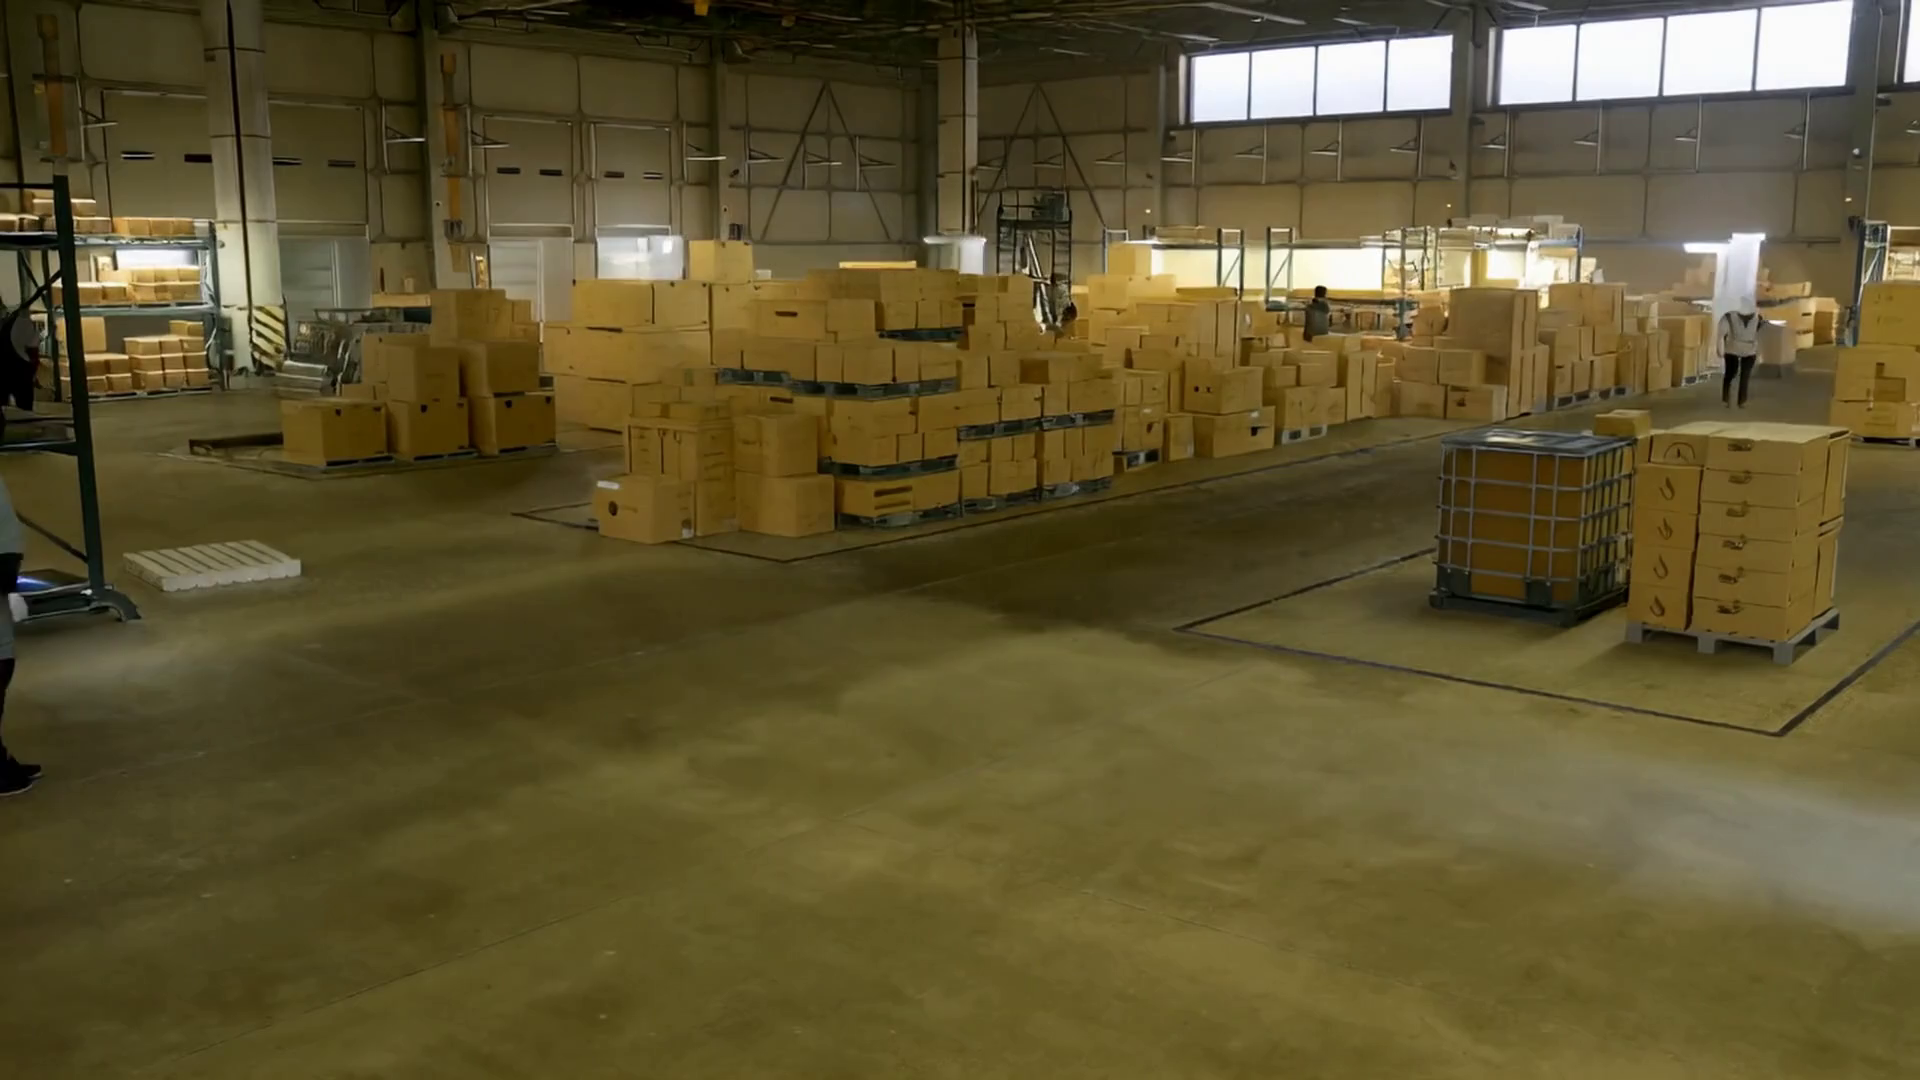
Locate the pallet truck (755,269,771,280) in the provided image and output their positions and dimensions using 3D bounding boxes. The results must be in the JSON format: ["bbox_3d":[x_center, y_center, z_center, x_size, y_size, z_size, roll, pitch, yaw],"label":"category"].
[{"bbox_3d":[-4.996,-6.432,45.525,1.885,1.965,0.823,-6,12,-32],"label":"pallet truck"}]

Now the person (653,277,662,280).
[{"bbox_3d":[-6.520,-4.725,36.012,0.636,1.931,0.377,-5,11,-24],"label":"person"}]

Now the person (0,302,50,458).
[{"bbox_3d":[-11.598,-2.024,20.305,0.803,2.000,0.534,-7,12,-34],"label":"person"}]

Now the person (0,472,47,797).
[{"bbox_3d":[-4.557,0.238,7.739,0.378,1.937,0.644,-4,11,-19],"label":"person"}]

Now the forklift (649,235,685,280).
[{"bbox_3d":[-6.398,-5.293,36.529,1.873,2.768,1.129,-9,13,-42],"label":"forklift"}]

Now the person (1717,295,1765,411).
[{"bbox_3d":[12.186,-2.906,25.951,0.648,1.816,0.643,3,10,15],"label":"person"}]

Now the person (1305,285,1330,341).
[{"bbox_3d":[6.075,-3.373,28.328,0.389,1.931,0.622,9,13,41],"label":"person"}]

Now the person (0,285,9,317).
[{"bbox_3d":[-18.193,-3.933,31.497,0.386,1.928,0.589,-3,10,-17],"label":"person"}]

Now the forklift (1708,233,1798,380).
[{"bbox_3d":[15.275,-4.580,32.471,1.873,2.768,1.129,8,13,40],"label":"forklift"}]

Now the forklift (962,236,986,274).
[{"bbox_3d":[0.315,-5.710,38.901,1.873,2.768,1.129,2,10,14],"label":"forklift"}]

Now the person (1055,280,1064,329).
[{"bbox_3d":[2.746,-6.462,46.565,0.320,1.692,0.531,-1,10,-3],"label":"person"}]
